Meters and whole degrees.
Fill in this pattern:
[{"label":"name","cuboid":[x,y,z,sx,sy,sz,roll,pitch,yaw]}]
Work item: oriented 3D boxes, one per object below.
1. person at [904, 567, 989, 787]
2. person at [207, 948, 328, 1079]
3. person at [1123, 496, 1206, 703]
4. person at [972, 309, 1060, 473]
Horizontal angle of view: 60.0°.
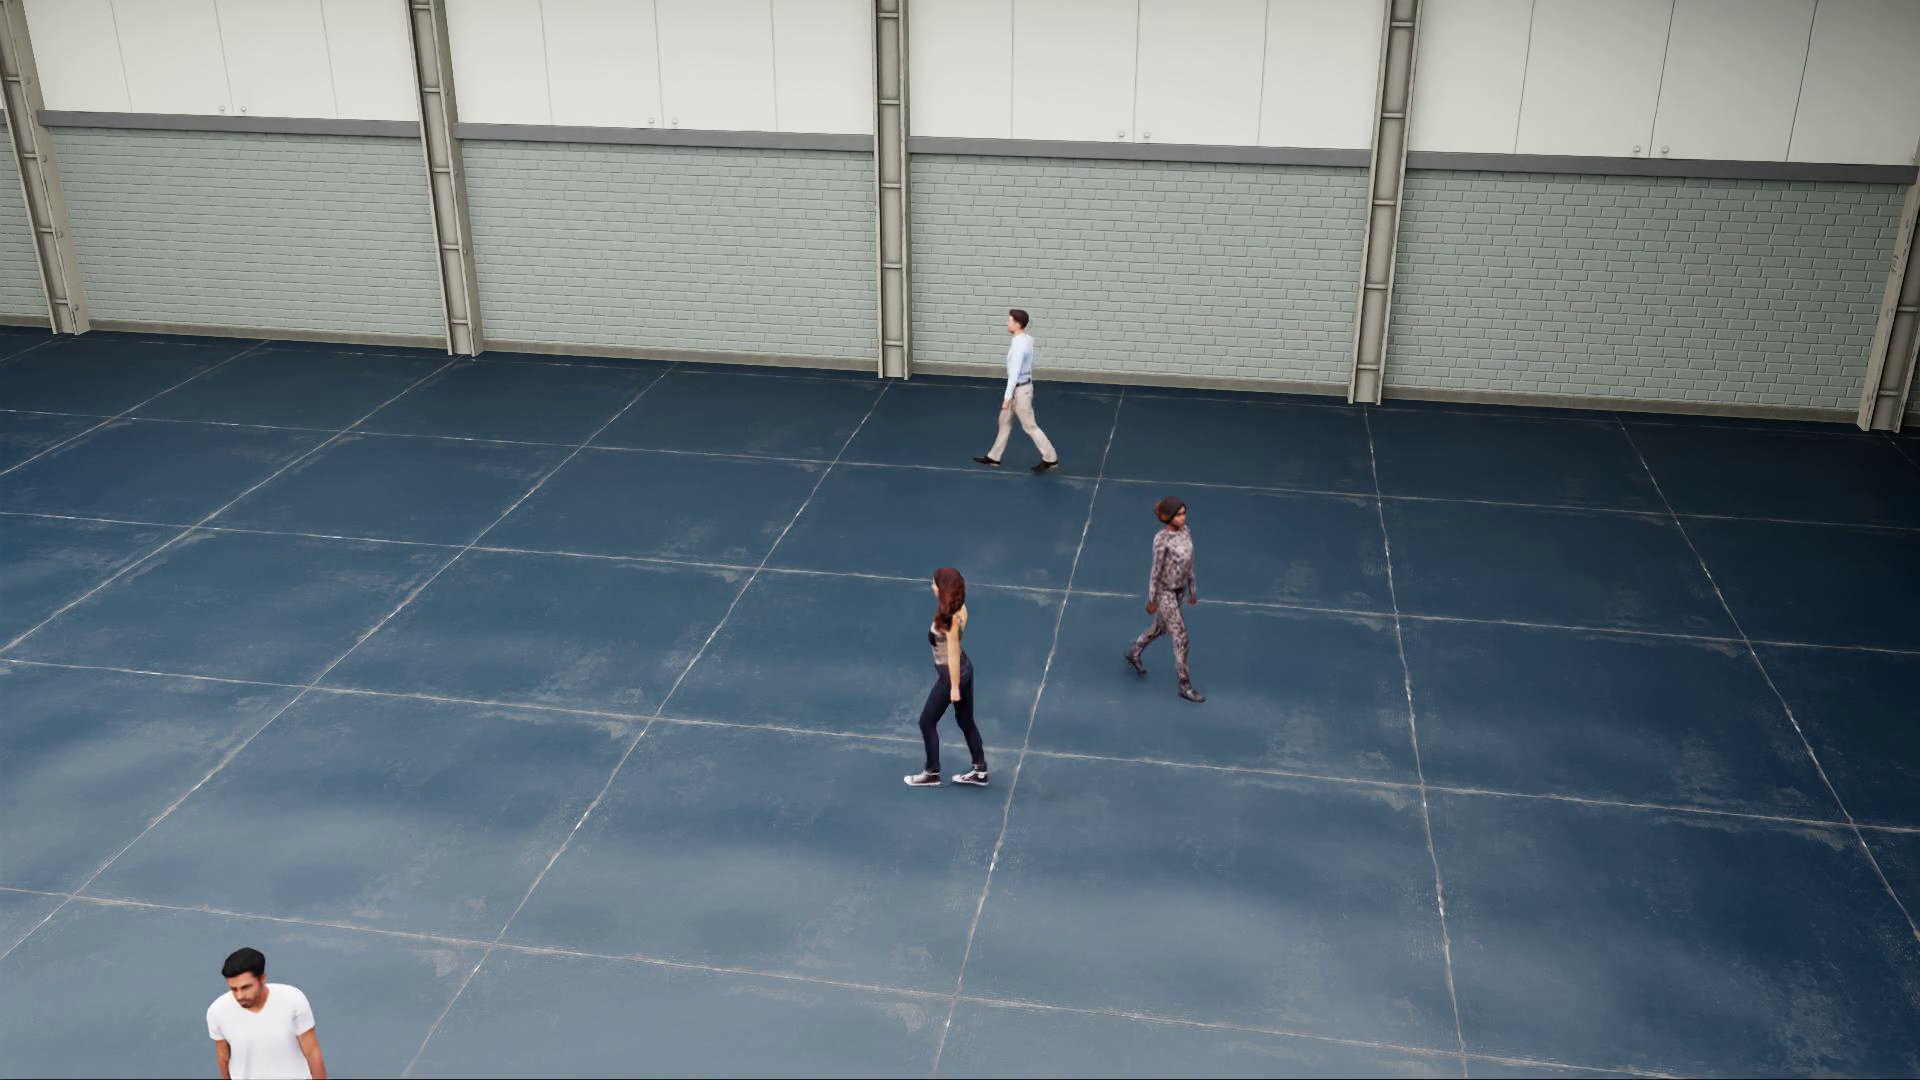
[{"label":"person","cuboid":[0.048,1.029,12.063,0.845,1.741,0.635,3,23,7]},{"label":"person","cuboid":[-3.371,2.678,8.250,1.108,1.691,1.047,-8,24,-18]},{"label":"person","cuboid":[1.645,0.438,13.536,1.027,1.677,1.175,-19,30,-38]},{"label":"person","cuboid":[0.735,-1.581,18.115,1.183,1.808,0.659,4,23,9]}]
